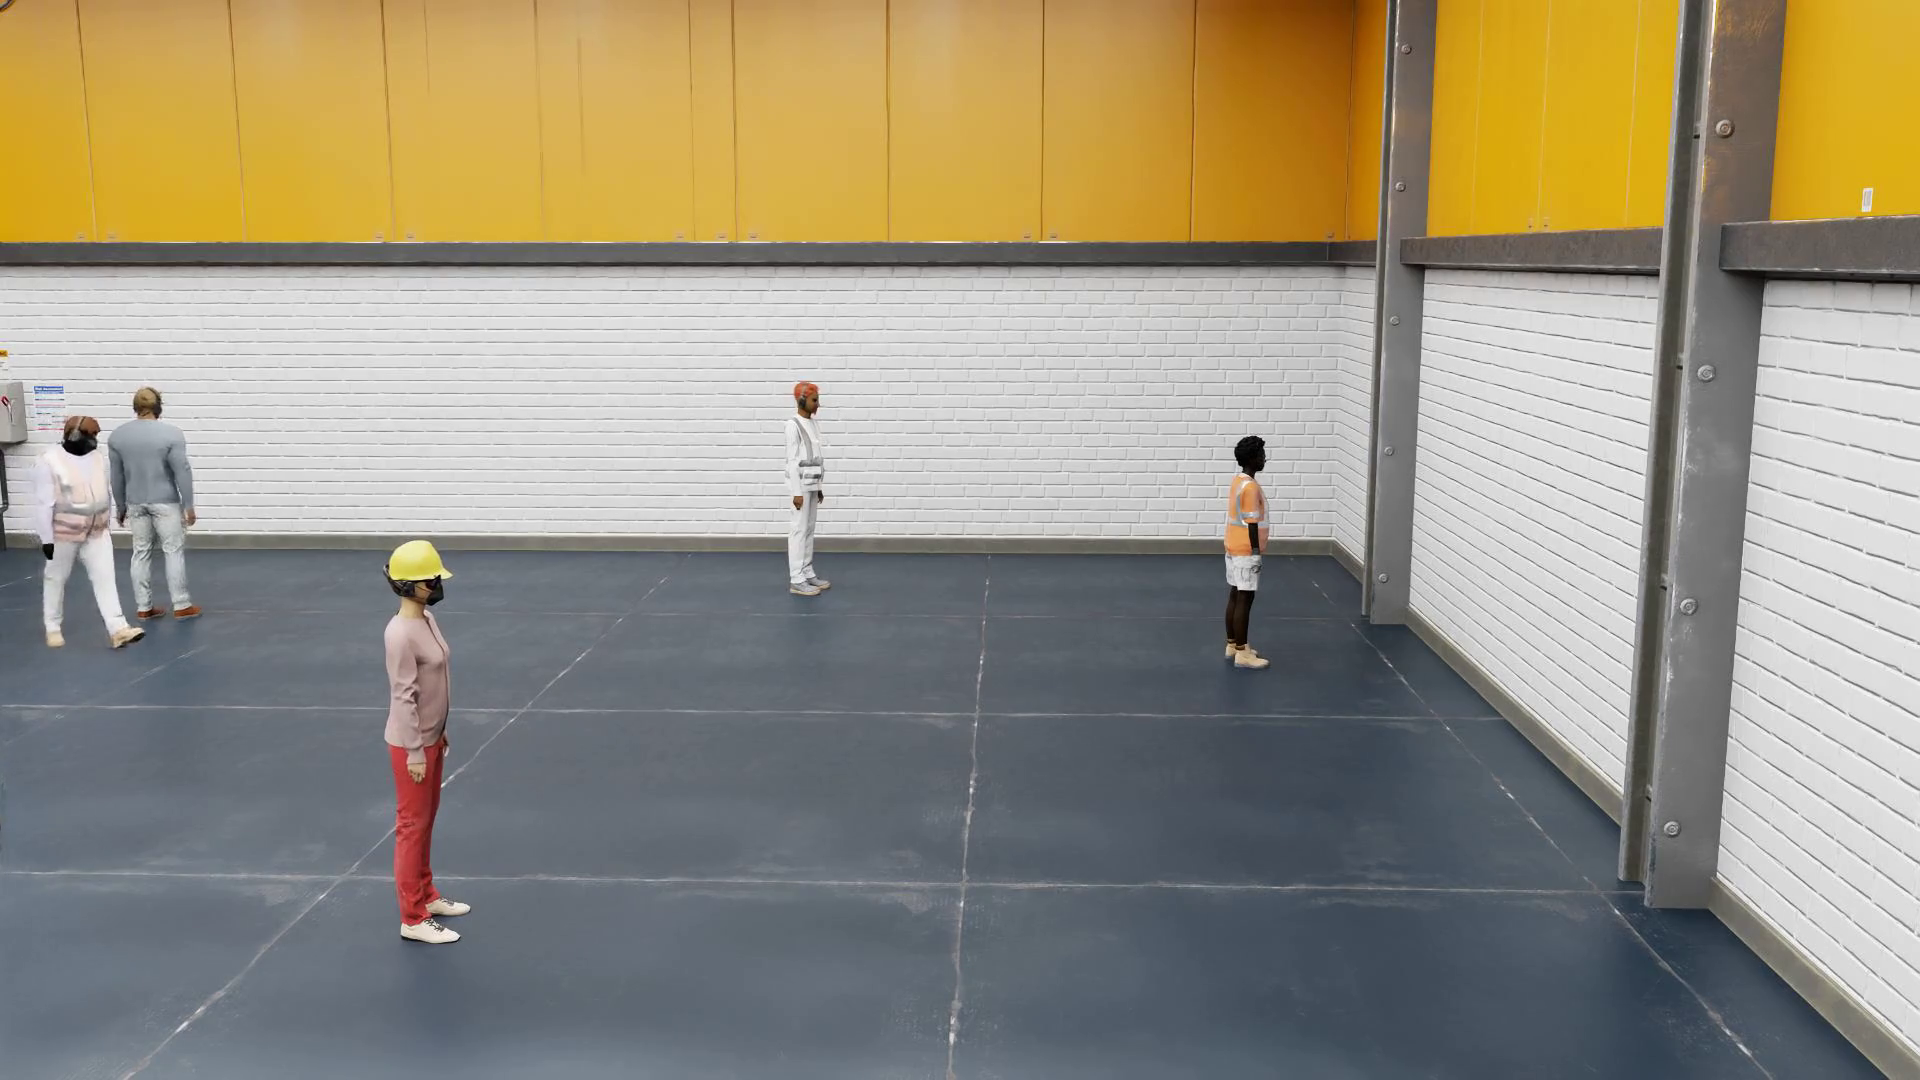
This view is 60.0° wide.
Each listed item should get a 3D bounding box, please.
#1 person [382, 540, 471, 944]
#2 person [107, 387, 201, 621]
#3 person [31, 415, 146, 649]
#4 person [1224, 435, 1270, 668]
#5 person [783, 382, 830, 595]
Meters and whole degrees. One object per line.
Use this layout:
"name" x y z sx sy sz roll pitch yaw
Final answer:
"person" -2.358 0.876 7.318 0.309 1.769 0.524 -1 10 -7
"person" -6.609 -0.281 13.644 0.669 1.934 0.389 1 10 3
"person" -6.691 -0.046 12.671 0.962 1.778 0.664 6 11 30
"person" 2.102 0.081 12.172 0.318 1.697 0.535 -1 10 -4
"person" -1.369 -0.462 14.810 0.355 1.883 0.576 2 10 14
